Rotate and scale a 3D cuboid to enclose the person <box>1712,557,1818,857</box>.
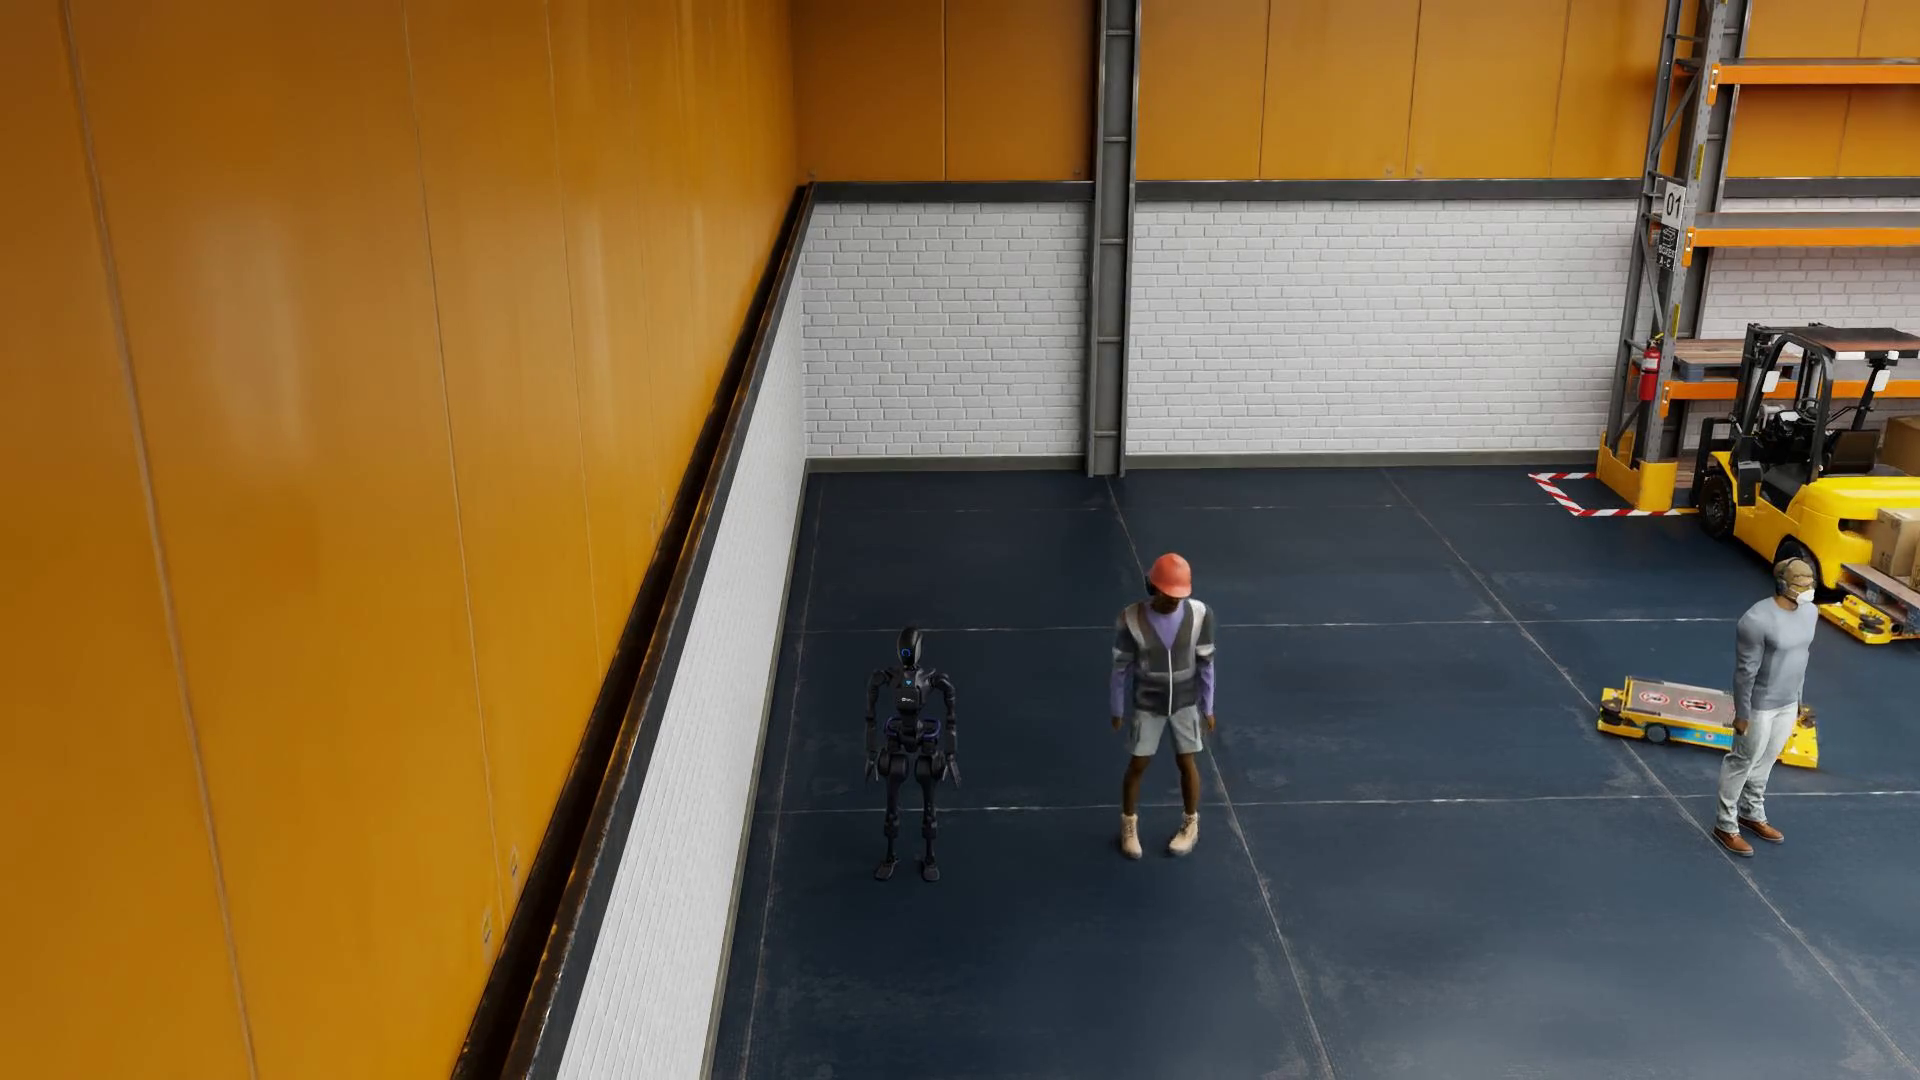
[{"bbox_3d":[5.044,1.022,10.373,0.629,1.940,0.373,-11,23,-28],"label":"person"}]

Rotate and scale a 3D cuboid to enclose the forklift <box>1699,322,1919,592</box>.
[{"bbox_3d":[7.809,-0.792,14.926,1.214,2.155,2.313,-1,20,-2],"label":"forklift"}]

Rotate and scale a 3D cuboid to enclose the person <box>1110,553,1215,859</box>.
[{"bbox_3d":[1.253,1.020,10.263,0.646,2.032,0.463,-2,20,-6],"label":"person"}]

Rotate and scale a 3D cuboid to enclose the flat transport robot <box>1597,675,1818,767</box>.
[{"bbox_3d":[5.399,1.301,12.025,1.431,0.231,0.659,9,22,22],"label":"flat transport robot"}]

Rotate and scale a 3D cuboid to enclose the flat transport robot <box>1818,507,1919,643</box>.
[{"bbox_3d":[8.021,0.621,13.867,1.431,0.231,0.659,-3,20,-7],"label":"flat transport robot"}]

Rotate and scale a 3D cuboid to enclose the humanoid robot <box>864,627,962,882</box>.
[{"bbox_3d":[-0.283,1.289,10.006,0.599,1.657,0.315,2,20,6],"label":"humanoid robot"}]
